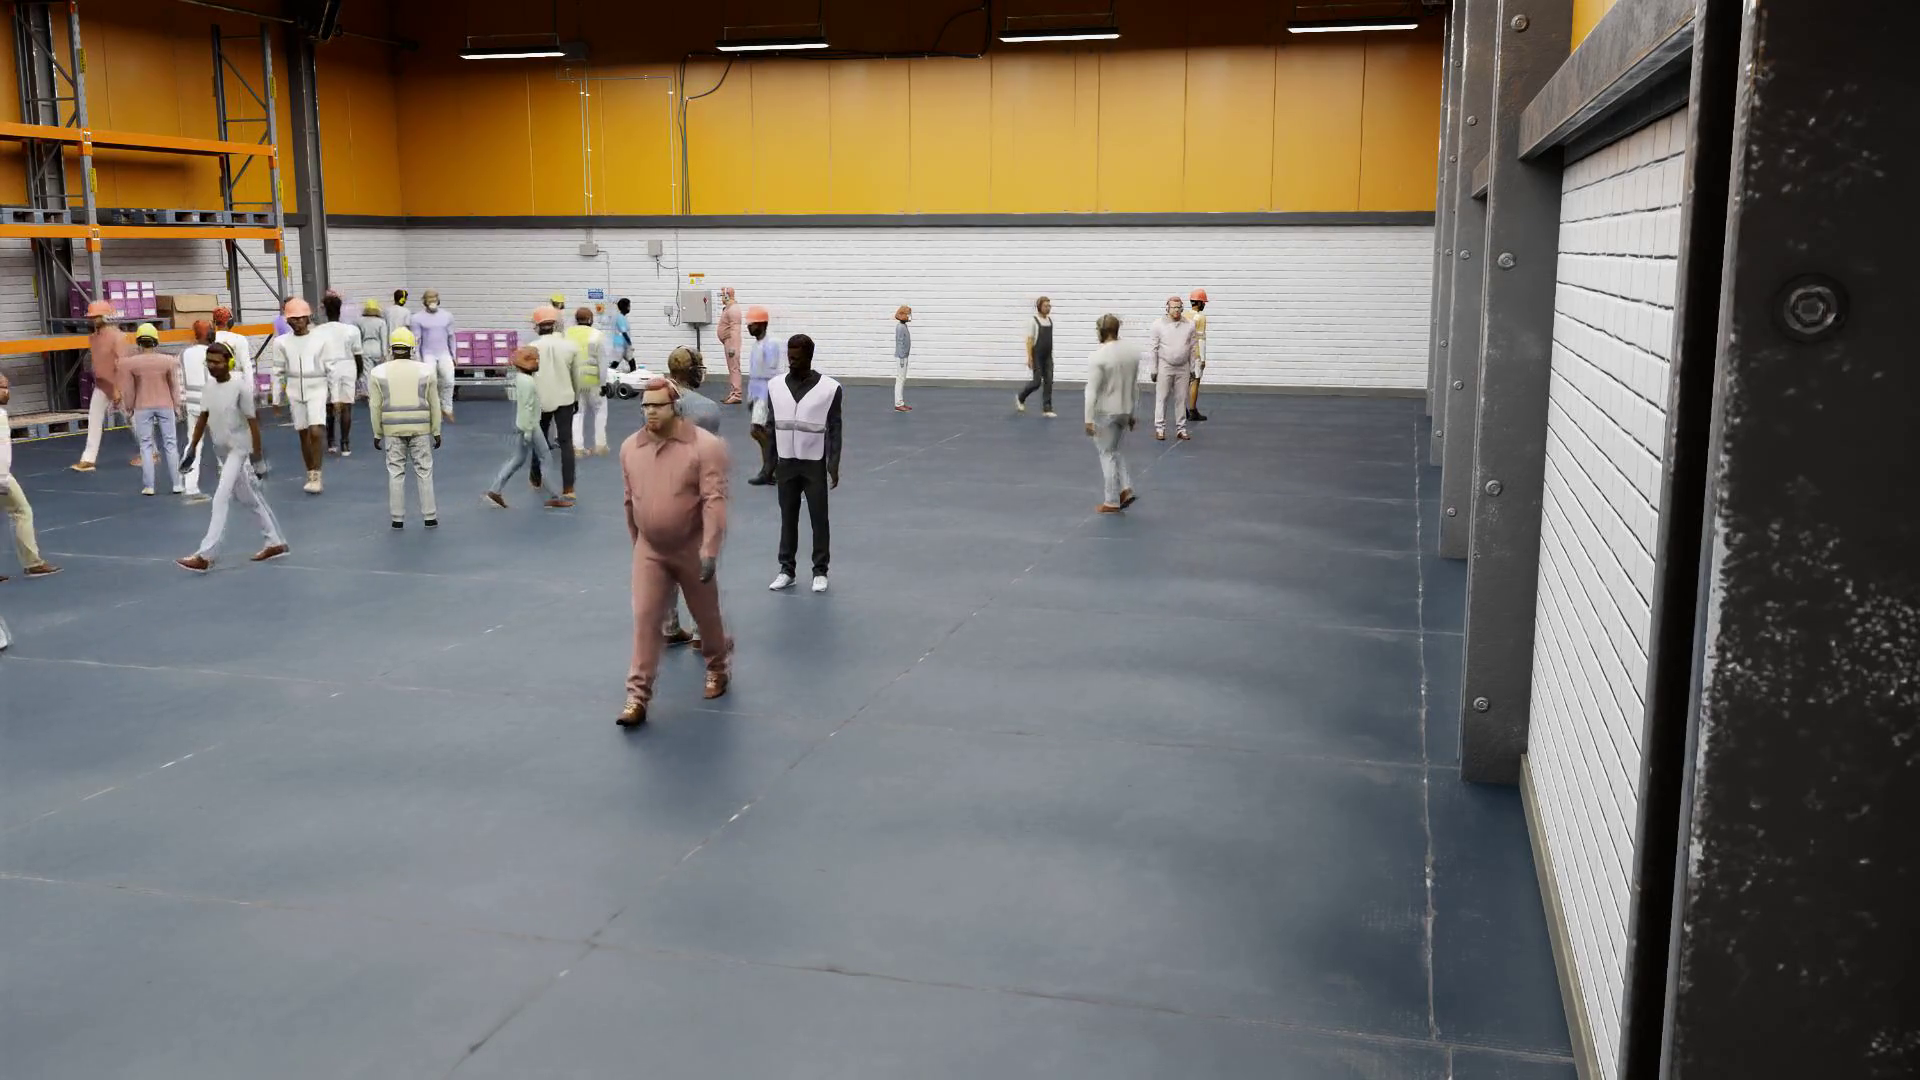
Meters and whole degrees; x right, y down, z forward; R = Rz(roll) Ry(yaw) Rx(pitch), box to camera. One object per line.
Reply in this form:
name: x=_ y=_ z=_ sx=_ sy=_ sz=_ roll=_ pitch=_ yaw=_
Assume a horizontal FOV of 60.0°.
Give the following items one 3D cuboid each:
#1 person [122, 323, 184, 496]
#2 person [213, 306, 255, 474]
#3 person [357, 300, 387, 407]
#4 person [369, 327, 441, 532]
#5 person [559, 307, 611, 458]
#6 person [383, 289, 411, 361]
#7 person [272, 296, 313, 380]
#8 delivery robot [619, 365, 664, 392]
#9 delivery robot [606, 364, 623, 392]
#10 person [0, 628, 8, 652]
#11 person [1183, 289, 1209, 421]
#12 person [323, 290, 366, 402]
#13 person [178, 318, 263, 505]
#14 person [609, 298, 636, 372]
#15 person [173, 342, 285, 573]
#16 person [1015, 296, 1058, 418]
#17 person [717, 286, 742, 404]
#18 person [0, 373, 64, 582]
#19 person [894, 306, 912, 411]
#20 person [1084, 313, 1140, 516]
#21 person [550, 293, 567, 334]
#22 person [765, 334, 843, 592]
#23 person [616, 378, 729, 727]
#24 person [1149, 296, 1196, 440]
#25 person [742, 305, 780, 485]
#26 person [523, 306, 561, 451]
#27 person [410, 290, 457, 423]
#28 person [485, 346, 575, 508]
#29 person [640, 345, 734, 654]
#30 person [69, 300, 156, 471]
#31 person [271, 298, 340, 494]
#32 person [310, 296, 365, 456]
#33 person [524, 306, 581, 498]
person: x=-8.293 y=-1.338 z=17.100 sx=0.524 sy=1.769 sz=0.326 roll=-5 pitch=11 yaw=-27
person: x=-8.210 y=-1.676 z=18.688 sx=0.574 sy=1.882 sz=0.356 roll=0 pitch=10 yaw=2
person: x=-9.404 y=-2.993 z=26.681 sx=0.485 sy=1.680 sz=0.910 roll=-2 pitch=10 yaw=-9
person: x=-4.973 y=-0.991 z=14.949 sx=0.600 sy=1.829 sz=0.404 roll=-3 pitch=11 yaw=-18
person: x=-4.541 y=-1.928 z=20.295 sx=0.642 sy=1.813 sz=0.694 roll=2 pitch=10 yaw=12
person: x=-9.478 y=-3.299 z=28.036 sx=0.551 sy=1.834 sz=0.516 roll=2 pitch=10 yaw=12
person: x=-9.849 y=-2.704 z=24.650 sx=0.591 sy=1.825 sz=0.483 roll=-4 pitch=11 yaw=-21
delivery robot: x=-5.346 y=-2.687 z=27.906 sx=0.707 sy=0.478 sz=0.477 roll=1 pitch=10 yaw=7
delivery robot: x=-6.010 y=-2.744 z=28.227 sx=0.707 sy=0.478 sz=0.477 roll=6 pitch=12 yaw=31
person: x=-6.181 y=-0.133 z=9.979 sx=0.599 sy=1.873 sz=0.996 roll=4 pitch=11 yaw=21
person: x=3.461 y=-2.713 z=24.433 sx=0.382 sy=1.932 sz=0.541 roll=-5 pitch=11 yaw=-27
person: x=-10.197 y=-3.147 z=27.140 sx=0.641 sy=1.843 sz=1.038 roll=6 pitch=12 yaw=31
person: x=-7.510 y=-1.309 z=16.733 sx=0.609 sy=1.831 sz=0.966 roll=3 pitch=11 yaw=17
person: x=-5.937 y=-3.416 z=29.196 sx=0.854 sy=1.648 sz=0.523 roll=0 pitch=10 yaw=-3
person: x=-5.828 y=-0.666 z=13.187 sx=0.534 sy=1.805 sz=1.020 roll=7 pitch=12 yaw=34
person: x=1.160 y=-2.735 z=24.874 sx=0.518 sy=1.830 sz=0.654 roll=-9 pitch=14 yaw=-43
person: x=-3.744 y=-3.164 z=27.063 sx=0.402 sy=1.904 sz=0.639 roll=-2 pitch=10 yaw=-10
person: x=-7.283 y=-0.487 z=12.713 sx=0.518 sy=1.599 sz=0.733 roll=7 pitch=12 yaw=33
person: x=-0.879 y=-2.818 z=25.859 sx=0.272 sy=1.631 sz=0.507 roll=1 pitch=10 yaw=5
person: x=1.407 y=-1.180 z=15.755 sx=0.648 sy=1.923 sz=0.447 roll=-9 pitch=14 yaw=-42
person: x=-6.893 y=-3.404 z=28.875 sx=0.774 sy=1.736 sz=0.539 roll=0 pitch=10 yaw=0
person: x=-1.161 y=-0.574 z=12.363 sx=0.587 sy=1.914 sz=0.390 roll=2 pitch=10 yaw=13
person: x=-1.551 y=0.038 z=9.089 sx=0.654 sy=1.860 sz=1.021 roll=2 pitch=10 yaw=12
person: x=2.818 y=-2.261 z=21.965 sx=0.645 sy=1.903 sz=0.401 roll=-2 pitch=10 yaw=-12
person: x=-2.126 y=-1.531 z=17.743 sx=0.400 sy=1.924 sz=0.576 roll=-5 pitch=11 yaw=-27
person: x=-5.118 y=-1.999 z=20.716 sx=0.590 sy=1.815 sz=0.483 roll=2 pitch=10 yaw=11
person: x=-7.509 y=-2.606 z=23.844 sx=0.667 sy=1.919 sz=0.646 roll=-7 pitch=12 yaw=-33
person: x=-4.236 y=-1.092 z=16.172 sx=0.800 sy=1.607 sz=0.499 roll=-4 pitch=11 yaw=-24
person: x=-1.728 y=-0.254 z=10.479 sx=0.629 sy=1.940 sz=0.378 roll=7 pitch=12 yaw=35
person: x=-9.754 y=-1.777 z=19.102 sx=0.635 sy=1.944 sz=1.019 roll=5 pitch=11 yaw=27
person: x=-6.776 y=-1.464 z=17.121 sx=0.640 sy=2.010 sz=0.854 roll=0 pitch=10 yaw=-3
person: x=-7.650 y=-2.028 z=20.485 sx=0.603 sy=1.939 sz=0.794 roll=-2 pitch=10 yaw=-13
person: x=-4.196 y=-1.421 z=17.093 sx=0.634 sy=1.935 sz=1.042 roll=-5 pitch=11 yaw=-24
